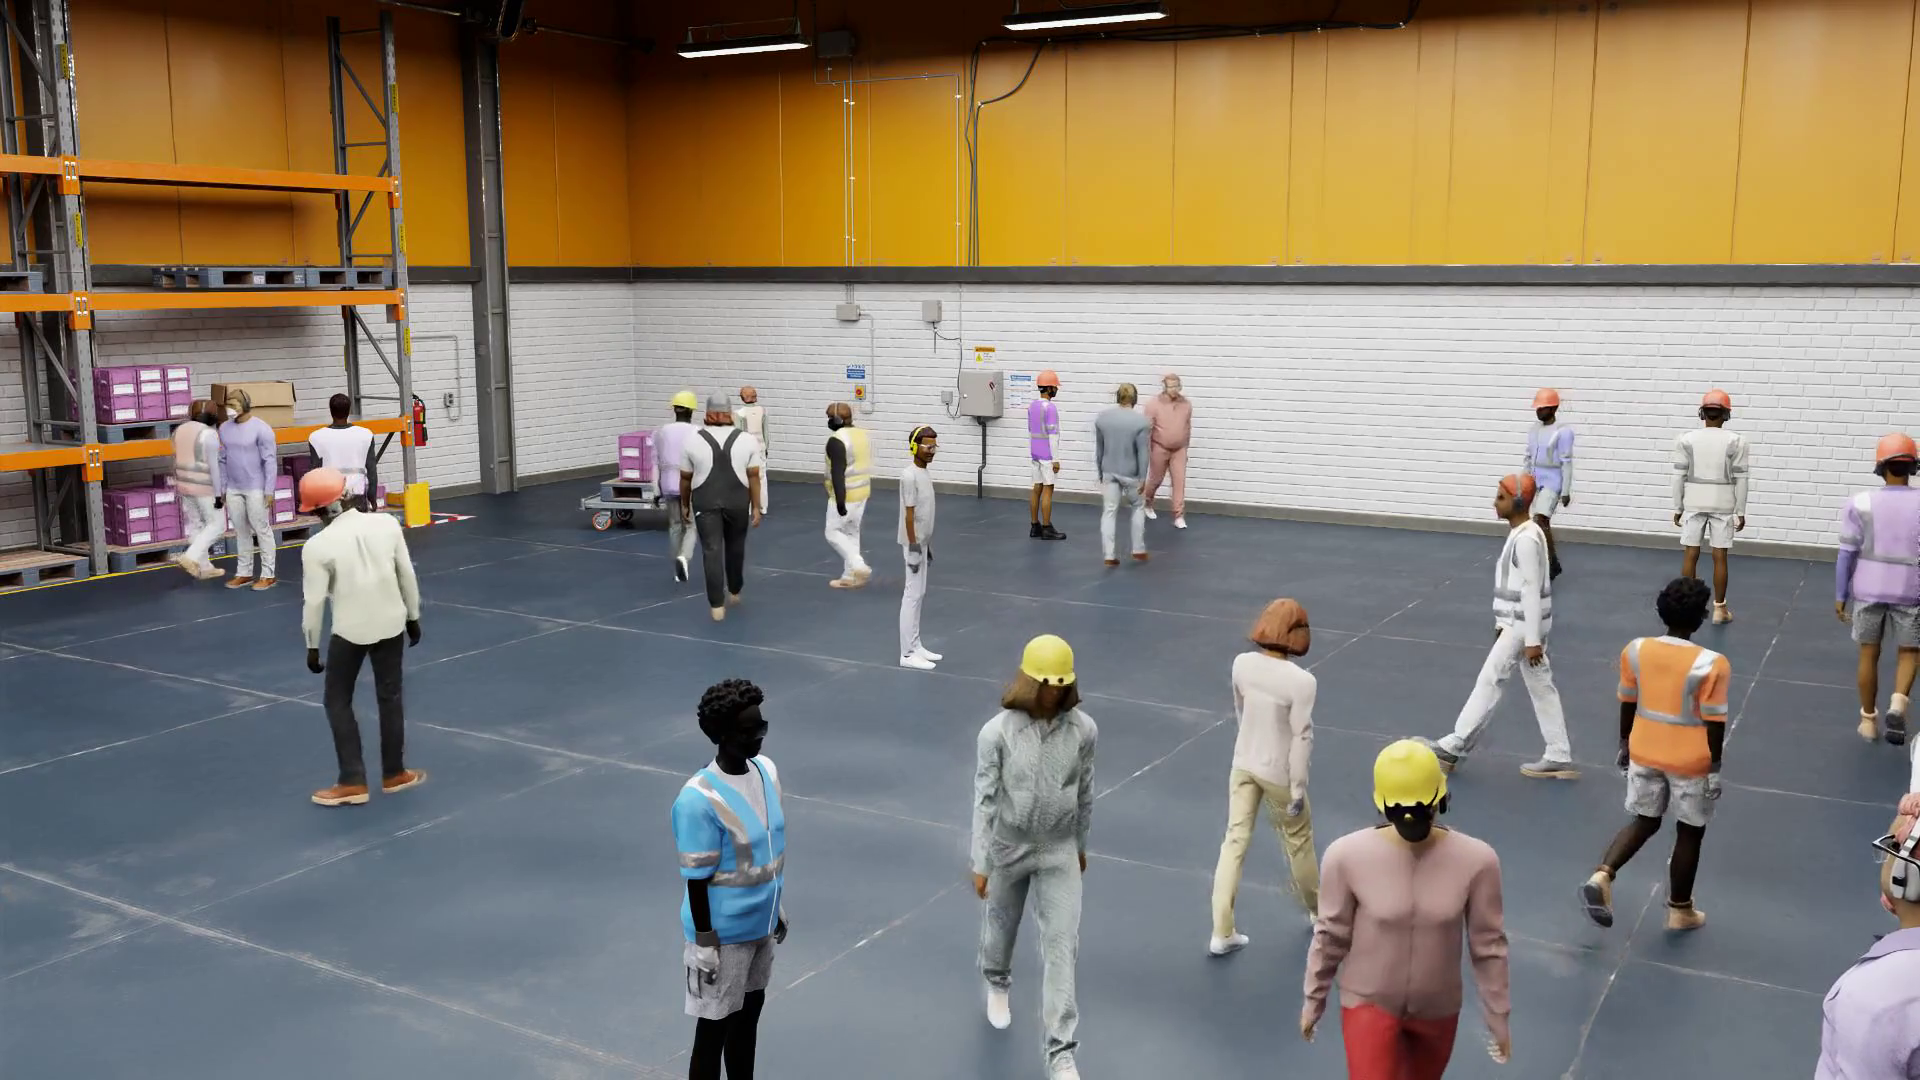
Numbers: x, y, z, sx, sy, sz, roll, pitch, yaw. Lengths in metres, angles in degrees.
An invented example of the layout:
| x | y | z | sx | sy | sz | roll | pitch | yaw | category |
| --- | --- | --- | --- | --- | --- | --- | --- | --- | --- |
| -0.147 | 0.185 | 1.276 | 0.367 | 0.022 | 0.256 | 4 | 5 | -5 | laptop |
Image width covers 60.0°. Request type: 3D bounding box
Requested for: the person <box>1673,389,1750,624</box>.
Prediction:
| x | y | z | sx | sy | sz | roll | pitch | yaw | category |
| --- | --- | --- | --- | --- | --- | --- | --- | --- | --- |
| 6.502 | -0.289 | 14.430 | 0.607 | 2.040 | 0.378 | 6 | 11 | 32 | person |

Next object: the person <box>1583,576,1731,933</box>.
| x | y | z | sx | sy | sz | roll | pitch | yaw | category |
| --- | --- | --- | --- | --- | --- | --- | --- | --- | --- |
| 3.177 | 0.997 | 7.529 | 0.625 | 1.679 | 0.540 | -6 | 11 | -32 | person |

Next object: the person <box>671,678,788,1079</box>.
| x | y | z | sx | sy | sz | roll | pitch | yaw | category |
| --- | --- | --- | --- | --- | --- | --- | --- | --- | --- |
| -0.755 | 1.295 | 5.610 | 0.318 | 1.697 | 0.535 | 4 | 10 | 22 | person |

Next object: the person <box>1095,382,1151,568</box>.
| x | y | z | sx | sy | sz | roll | pitch | yaw | category |
| --- | --- | --- | --- | --- | --- | --- | --- | --- | --- |
| 1.712 | -0.675 | 17.256 | 0.654 | 1.911 | 0.793 | 5 | 10 | 27 | person |

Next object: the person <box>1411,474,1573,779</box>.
| x | y | z | sx | sy | sz | roll | pitch | yaw | category |
| --- | --- | --- | --- | --- | --- | --- | --- | --- | --- |
| 3.254 | 0.519 | 9.995 | 0.977 | 1.834 | 0.605 | 3 | 10 | 20 | person |

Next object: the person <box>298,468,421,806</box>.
| x | y | z | sx | sy | sz | roll | pitch | yaw | category |
| --- | --- | --- | --- | --- | --- | --- | --- | --- | --- |
| -3.439 | 0.542 | 9.580 | 0.707 | 1.943 | 0.381 | -8 | 12 | -41 | person |

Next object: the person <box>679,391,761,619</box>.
| x | y | z | sx | sy | sz | roll | pitch | yaw | category |
| --- | --- | --- | --- | --- | --- | --- | --- | --- | --- |
| -2.153 | -0.361 | 14.877 | 0.706 | 2.000 | 0.999 | -2 | 9 | -11 | person |

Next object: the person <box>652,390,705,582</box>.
| x | y | z | sx | sy | sz | roll | pitch | yaw | category |
| --- | --- | --- | --- | --- | --- | --- | --- | --- | --- |
| -2.728 | -0.499 | 16.186 | 0.608 | 1.904 | 0.588 | 1 | 9 | 6 | person |

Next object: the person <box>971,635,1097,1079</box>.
| x | y | z | sx | sy | sz | roll | pitch | yaw | category |
| --- | --- | --- | --- | --- | --- | --- | --- | --- | --- |
| 0.280 | 1.174 | 6.387 | 0.505 | 1.691 | 0.940 | -2 | 9 | -12 | person |

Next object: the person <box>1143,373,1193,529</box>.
| x | y | z | sx | sy | sz | roll | pitch | yaw | category |
| --- | --- | --- | --- | --- | --- | --- | --- | --- | --- |
| 2.469 | -1.104 | 20.099 | 0.651 | 1.865 | 0.950 | -3 | 9 | -15 | person |

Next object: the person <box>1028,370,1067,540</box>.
| x | y | z | sx | sy | sz | roll | pitch | yaw | category |
| --- | --- | --- | --- | --- | --- | --- | --- | --- | --- |
| 0.988 | -0.970 | 18.994 | 0.359 | 1.939 | 0.543 | -5 | 10 | -27 | person |

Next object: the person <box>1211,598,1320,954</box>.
| x | y | z | sx | sy | sz | roll | pitch | yaw | category |
| --- | --- | --- | --- | --- | --- | --- | --- | --- | --- |
| 1.434 | 1.043 | 7.503 | 0.846 | 1.586 | 0.508 | -8 | 12 | -39 | person |

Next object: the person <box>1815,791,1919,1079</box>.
| x | y | z | sx | sy | sz | roll | pitch | yaw | category |
| --- | --- | --- | --- | --- | --- | --- | --- | --- | --- |
| 2.107 | 1.493 | 3.715 | 0.639 | 1.910 | 0.407 | -4 | 10 | -25 | person |

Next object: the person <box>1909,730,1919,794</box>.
| x | y | z | sx | sy | sz | roll | pitch | yaw | category |
| --- | --- | --- | --- | --- | --- | --- | --- | --- | --- |
| 3.265 | 1.217 | 5.372 | 0.399 | 1.924 | 0.601 | 1 | 9 | 6 | person |

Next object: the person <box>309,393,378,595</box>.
| x | y | z | sx | sy | sz | roll | pitch | yaw | category |
| --- | --- | --- | --- | --- | --- | --- | --- | --- | --- |
| -5.749 | -0.409 | 15.556 | 0.591 | 1.919 | 0.390 | -5 | 10 | -28 | person |

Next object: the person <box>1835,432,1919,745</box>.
| x | y | z | sx | sy | sz | roll | pitch | yaw | category |
| --- | --- | --- | --- | --- | --- | --- | --- | --- | --- |
| 5.911 | 0.331 | 10.575 | 0.634 | 2.028 | 0.637 | 4 | 10 | 25 | person |

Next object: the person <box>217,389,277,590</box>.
| x | y | z | sx | sy | sz | roll | pitch | yaw | category |
| --- | --- | --- | --- | --- | --- | --- | --- | --- | --- |
| -6.833 | -0.483 | 15.951 | 0.635 | 1.937 | 0.352 | 3 | 10 | 20 | person |

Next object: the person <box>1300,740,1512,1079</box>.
| x | y | z | sx | sy | sz | roll | pitch | yaw | category |
| --- | --- | --- | --- | --- | --- | --- | --- | --- | --- |
| 1.333 | 1.398 | 4.934 | 0.595 | 1.692 | 0.926 | 0 | 9 | 1 | person |

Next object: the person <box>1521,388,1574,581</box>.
| x | y | z | sx | sy | sz | roll | pitch | yaw | category |
| --- | --- | --- | --- | --- | --- | --- | --- | --- | --- |
| 5.740 | -0.533 | 16.339 | 0.466 | 1.920 | 0.567 | -3 | 9 | -16 | person |

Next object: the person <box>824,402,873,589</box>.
| x | y | z | sx | sy | sz | roll | pitch | yaw | category |
| --- | --- | --- | --- | --- | --- | --- | --- | --- | --- |
| -1.061 | -0.412 | 15.929 | 0.486 | 1.818 | 0.642 | 5 | 10 | 27 | person |

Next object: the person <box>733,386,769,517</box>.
| x | y | z | sx | sy | sz | roll | pitch | yaw | category |
| --- | --- | --- | --- | --- | --- | --- | --- | --- | --- |
| -2.608 | -1.105 | 20.768 | 0.514 | 1.640 | 0.310 | -7 | 11 | -36 | person |

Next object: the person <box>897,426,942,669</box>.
| x | y | z | sx | sy | sz | roll | pitch | yaw | category |
| --- | --- | --- | --- | --- | --- | --- | --- | --- | --- |
| -0.305 | 0.051 | 12.861 | 0.335 | 1.864 | 0.521 | 2 | 9 | 12 | person |

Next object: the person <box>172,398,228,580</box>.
| x | y | z | sx | sy | sz | roll | pitch | yaw | category |
| --- | --- | --- | --- | --- | --- | --- | --- | --- | --- |
| -7.475 | -0.479 | 16.308 | 0.644 | 1.819 | 0.563 | 4 | 10 | 26 | person |
